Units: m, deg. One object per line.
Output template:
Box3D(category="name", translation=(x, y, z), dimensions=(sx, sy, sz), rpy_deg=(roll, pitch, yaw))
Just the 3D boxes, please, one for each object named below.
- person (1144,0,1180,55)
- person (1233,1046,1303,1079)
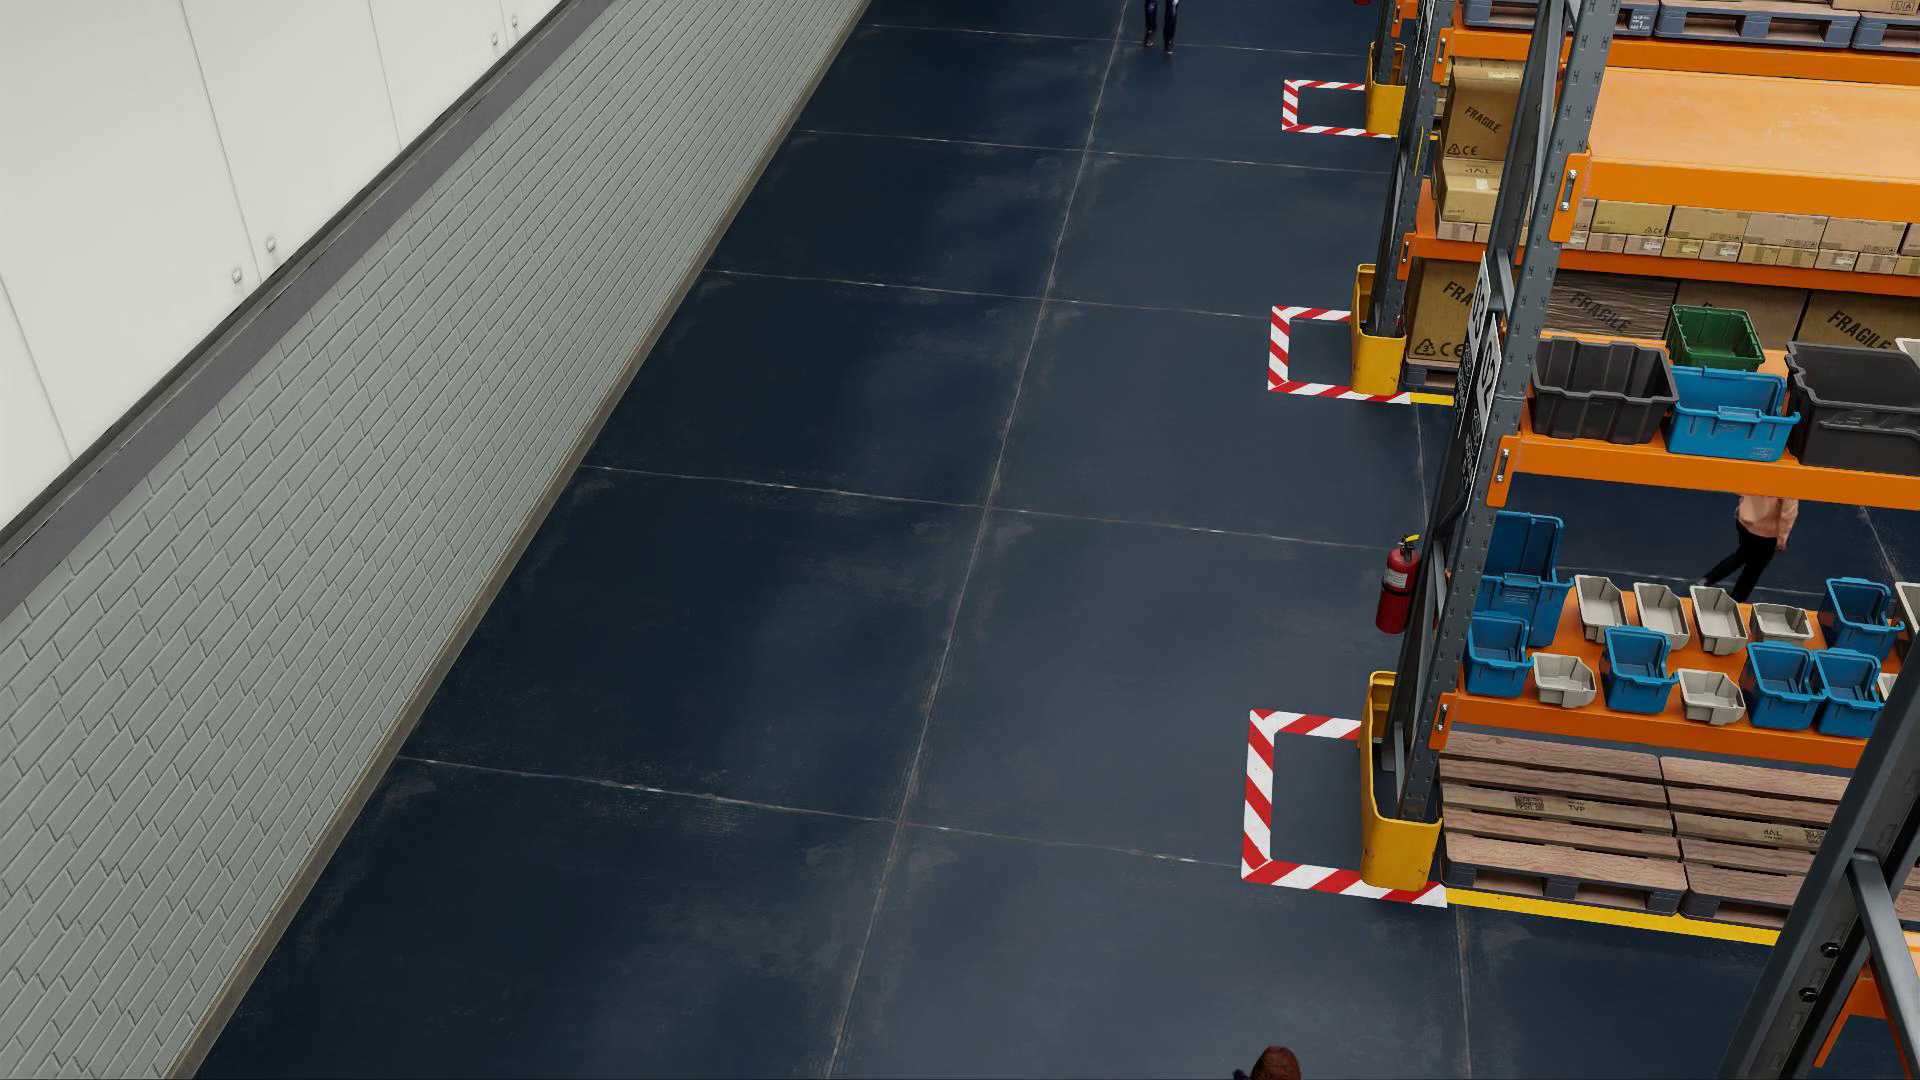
Box3D(category="person", translation=(2.182, -6.230, 17.946), dimensions=(0.906, 1.801, 0.841), rpy_deg=(4, 37, 5))
Box3D(category="person", translation=(1.160, 2.575, 6.621), dimensions=(0.687, 1.489, 0.644), rpy_deg=(5, 37, 6))
